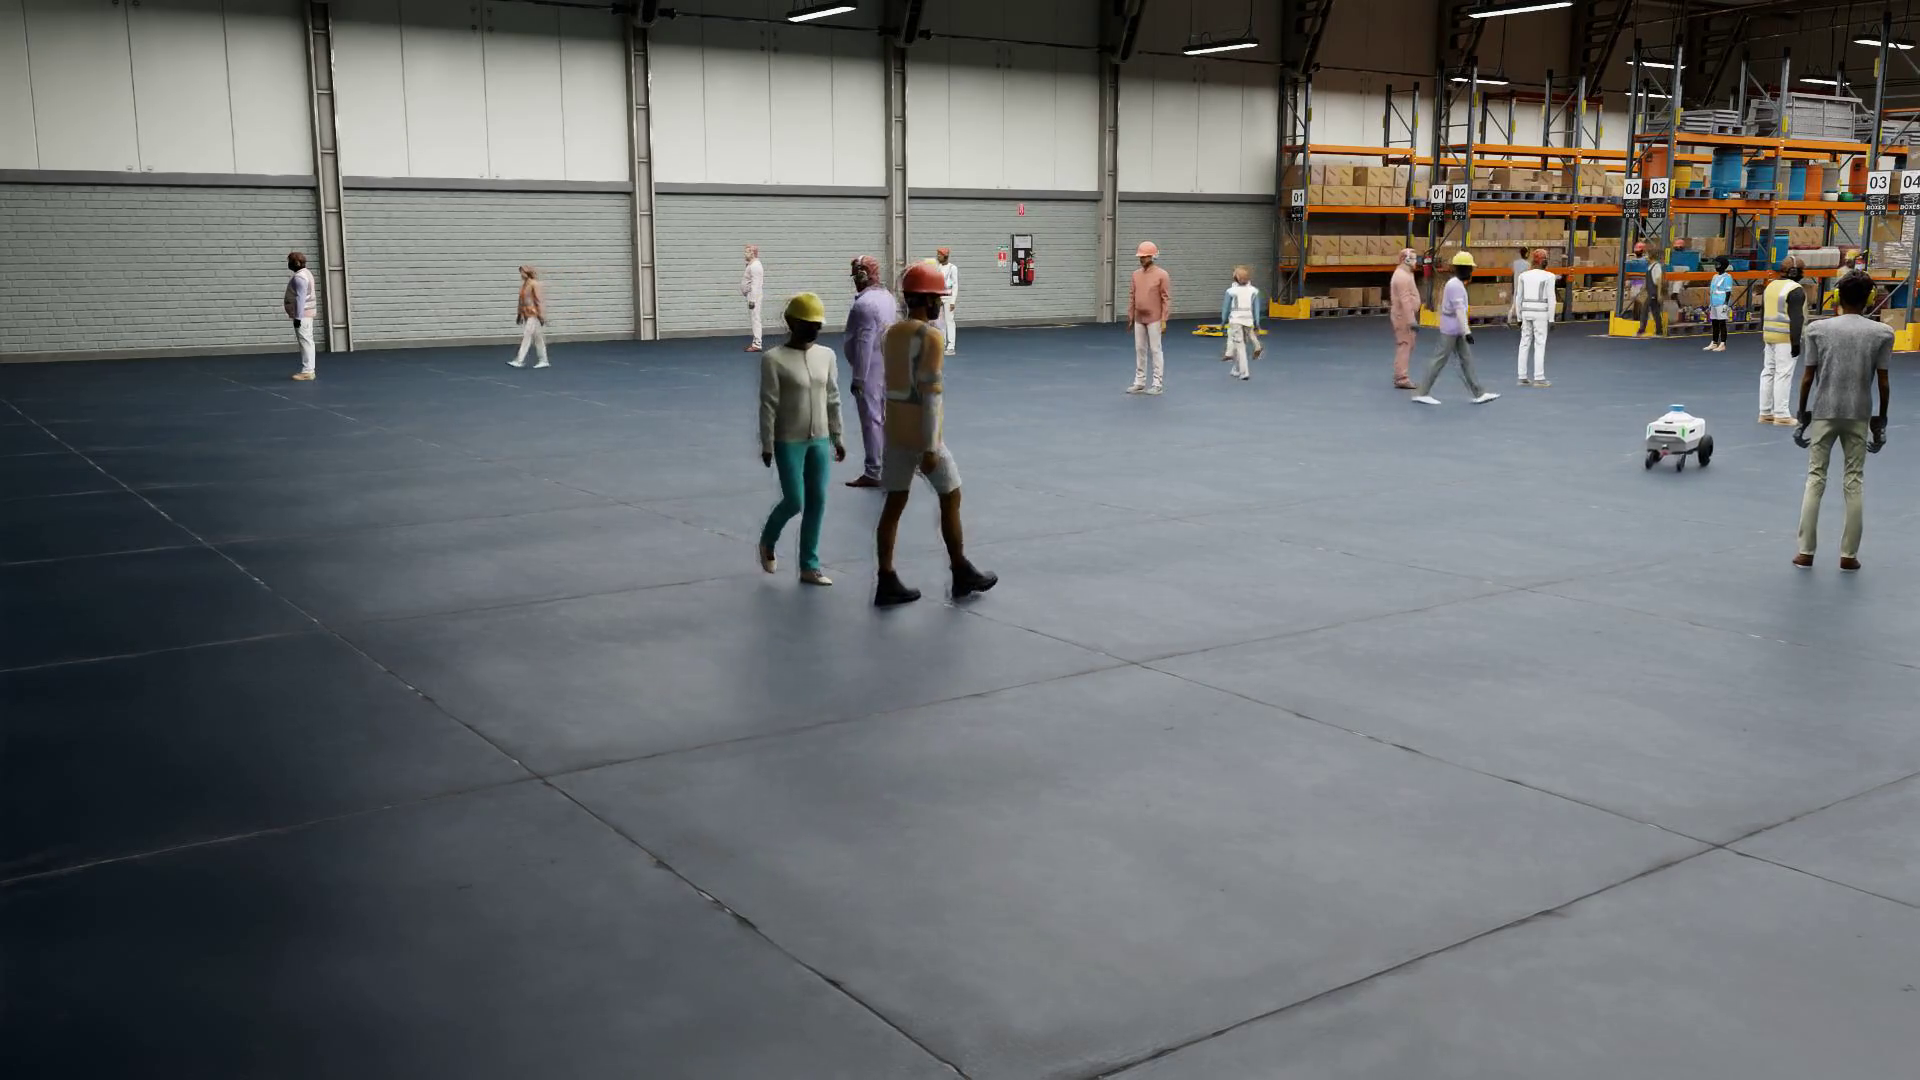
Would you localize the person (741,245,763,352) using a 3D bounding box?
[{"bbox_3d":[-3.739,-4.344,29.941,0.408,1.908,0.646,-1,10,-6],"label":"person"}]

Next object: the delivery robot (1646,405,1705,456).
[{"bbox_3d":[6.407,-0.967,14.880,0.477,0.478,0.707,8,13,37],"label":"delivery robot"}]

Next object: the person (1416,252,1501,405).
[{"bbox_3d":[6.107,-2.579,20.365,1.004,1.873,0.594,4,11,21],"label":"person"}]

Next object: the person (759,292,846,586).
[{"bbox_3d":[-0.958,-0.594,9.844,0.528,1.742,0.461,-9,14,-40],"label":"person"}]

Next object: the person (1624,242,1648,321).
[{"bbox_3d":[15.966,-6.049,39.240,0.489,1.917,0.564,-6,12,-29],"label":"person"}]

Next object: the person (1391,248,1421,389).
[{"bbox_3d":[6.051,-3.001,22.595,0.426,1.905,0.679,3,11,16],"label":"person"}]

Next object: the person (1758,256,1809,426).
[{"bbox_3d":[9.039,-2.178,18.243,0.430,1.844,0.624,-1,10,-4],"label":"person"}]

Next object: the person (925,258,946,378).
[{"bbox_3d":[-0.398,-3.156,23.870,0.534,1.751,0.532,4,11,19],"label":"person"}]

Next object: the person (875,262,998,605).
[{"bbox_3d":[-0.152,-0.600,9.400,0.883,1.901,0.559,-8,13,-37],"label":"person"}]

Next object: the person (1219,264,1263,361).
[{"bbox_3d":[4.715,-3.792,27.733,0.784,1.604,0.503,-5,12,-27],"label":"person"}]

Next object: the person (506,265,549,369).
[{"bbox_3d":[-6.782,-3.460,25.894,0.821,1.599,0.544,-8,13,-39],"label":"person"}]

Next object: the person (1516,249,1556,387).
[{"bbox_3d":[7.949,-3.059,22.965,0.342,1.880,0.579,-8,13,-37],"label":"person"}]

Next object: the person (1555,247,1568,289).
[{"bbox_3d":[15.818,-6.899,43.975,0.581,1.902,0.592,-7,12,-33],"label":"person"}]

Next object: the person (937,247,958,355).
[{"bbox_3d":[-0.270,-4.170,29.049,0.355,1.884,0.573,-8,13,-37],"label":"person"}]

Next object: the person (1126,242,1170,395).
[{"bbox_3d":[2.454,-2.900,21.791,0.623,1.989,0.399,10,14,44],"label":"person"}]

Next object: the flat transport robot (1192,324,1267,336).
[{"bbox_3d":[5.609,-4.376,34.604,1.431,0.197,0.652,-6,12,-28],"label":"flat transport robot"}]

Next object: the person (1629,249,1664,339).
[{"bbox_3d":[13.887,-4.964,33.591,0.829,1.806,0.521,2,10,8],"label":"person"}]

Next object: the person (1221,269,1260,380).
[{"bbox_3d":[4.076,-3.128,24.143,0.523,1.591,0.887,-2,11,-11],"label":"person"}]

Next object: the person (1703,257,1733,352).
[{"bbox_3d":[13.632,-4.226,29.870,0.316,1.695,0.542,-1,10,-6],"label":"person"}]

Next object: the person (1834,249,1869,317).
[{"bbox_3d":[17.371,-4.754,32.445,0.604,1.814,0.574,10,14,43],"label":"person"}]

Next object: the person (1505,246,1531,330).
[{"bbox_3d":[12.351,-5.541,36.696,0.481,1.898,0.564,-7,12,-34],"label":"person"}]

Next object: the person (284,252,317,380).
[{"bbox_3d":[-9.528,-3.235,24.037,0.429,1.845,0.627,-2,11,-13],"label":"person"}]

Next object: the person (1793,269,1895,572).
[{"bbox_3d":[5.442,-0.731,10.270,0.510,1.864,0.312,5,11,25],"label":"person"}]

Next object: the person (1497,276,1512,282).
[{"bbox_3d":[13.649,-6.421,41.529,0.404,1.830,0.602,-8,13,-37],"label":"person"}]

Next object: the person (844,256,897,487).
[{"bbox_3d":[-0.762,-1.390,13.769,0.407,1.902,0.640,3,11,15],"label":"person"}]

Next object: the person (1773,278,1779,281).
[{"bbox_3d":[20.205,-6.191,40.793,0.514,1.642,0.310,7,12,34],"label":"person"}]

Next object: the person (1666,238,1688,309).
[{"bbox_3d":[17.694,-6.407,40.958,0.903,2.020,0.604,-7,12,-32],"label":"person"}]
